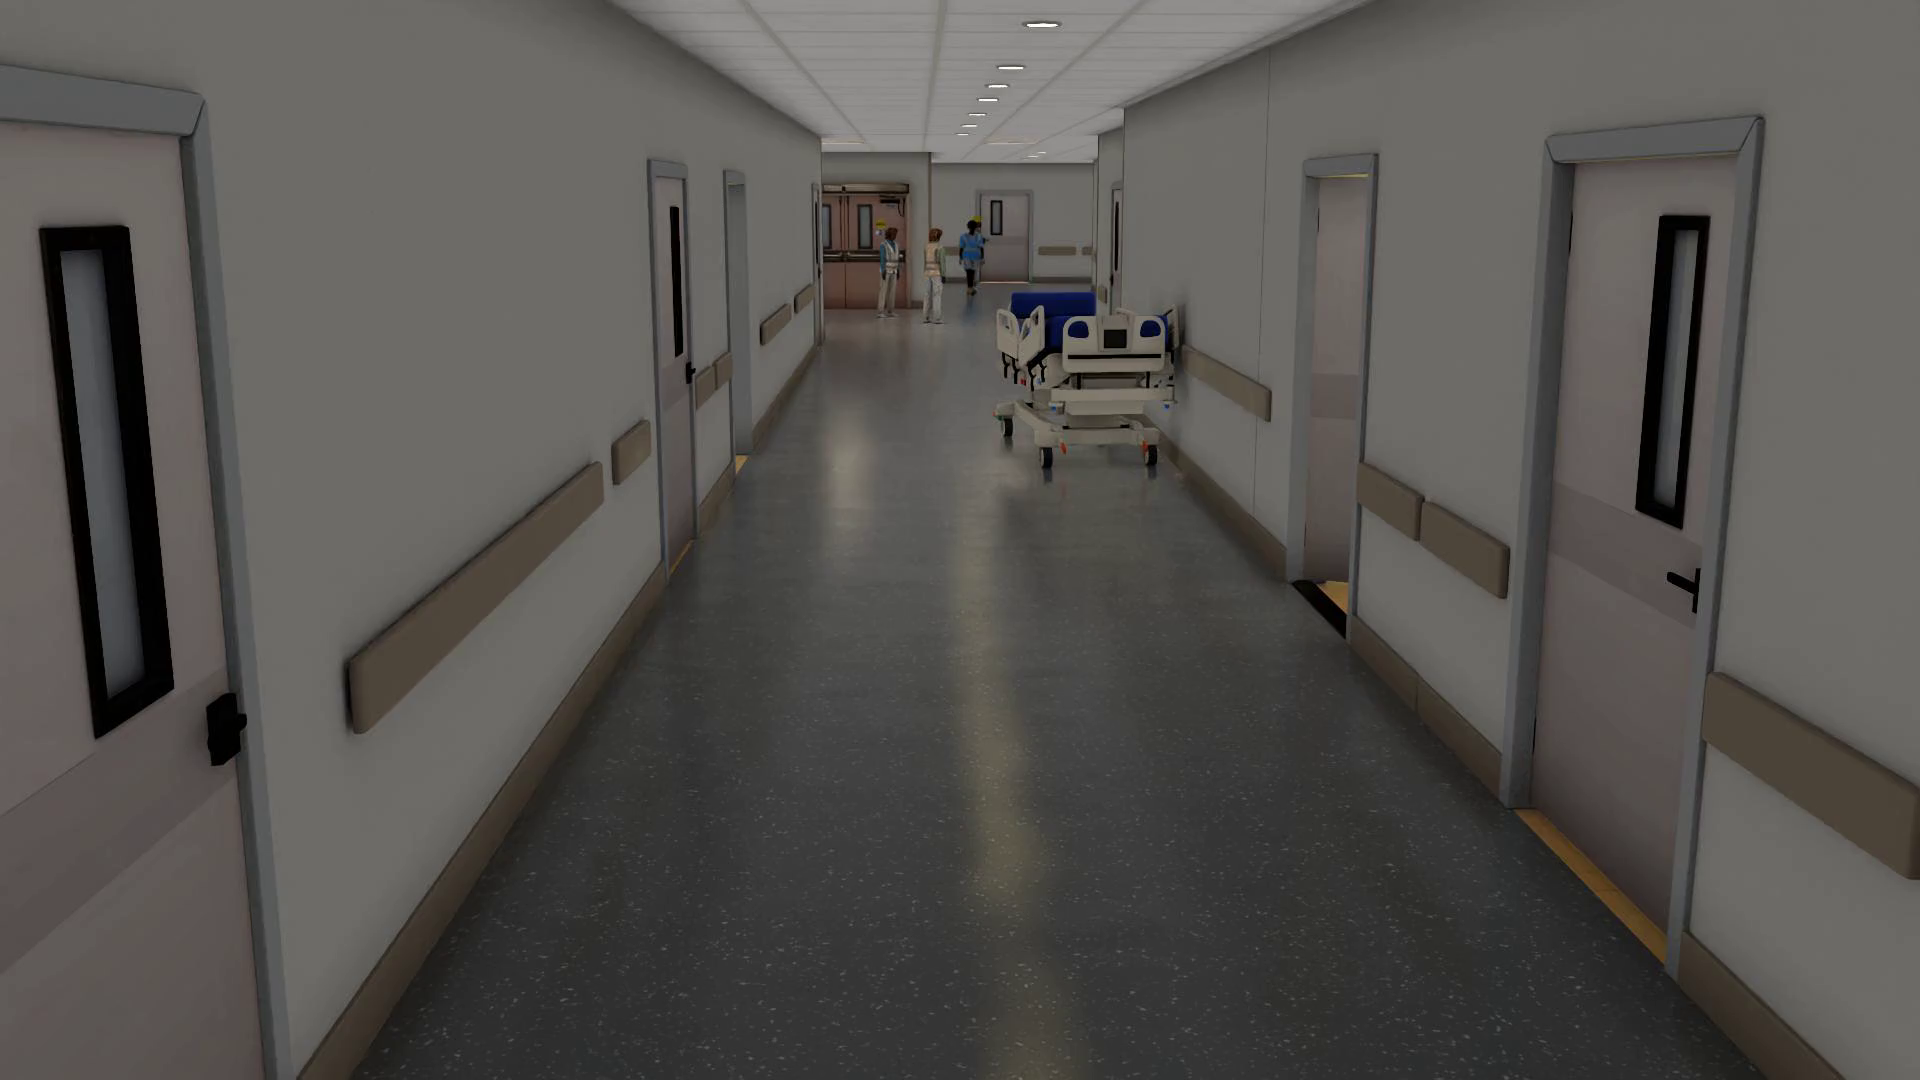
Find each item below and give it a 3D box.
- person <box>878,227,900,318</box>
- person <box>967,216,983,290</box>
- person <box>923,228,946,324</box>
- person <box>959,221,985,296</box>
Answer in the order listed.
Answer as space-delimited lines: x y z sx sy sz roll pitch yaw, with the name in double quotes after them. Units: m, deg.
-1.268 -4.821 30.013 0.321 1.628 0.529 8 14 35 "person"
0.371 -6.796 39.363 0.337 1.733 0.480 4 12 20 "person"
-0.442 -4.529 28.576 0.318 1.630 0.514 -11 16 -44 "person"
0.260 -6.252 36.914 0.541 1.641 0.943 -3 12 -16 "person"
